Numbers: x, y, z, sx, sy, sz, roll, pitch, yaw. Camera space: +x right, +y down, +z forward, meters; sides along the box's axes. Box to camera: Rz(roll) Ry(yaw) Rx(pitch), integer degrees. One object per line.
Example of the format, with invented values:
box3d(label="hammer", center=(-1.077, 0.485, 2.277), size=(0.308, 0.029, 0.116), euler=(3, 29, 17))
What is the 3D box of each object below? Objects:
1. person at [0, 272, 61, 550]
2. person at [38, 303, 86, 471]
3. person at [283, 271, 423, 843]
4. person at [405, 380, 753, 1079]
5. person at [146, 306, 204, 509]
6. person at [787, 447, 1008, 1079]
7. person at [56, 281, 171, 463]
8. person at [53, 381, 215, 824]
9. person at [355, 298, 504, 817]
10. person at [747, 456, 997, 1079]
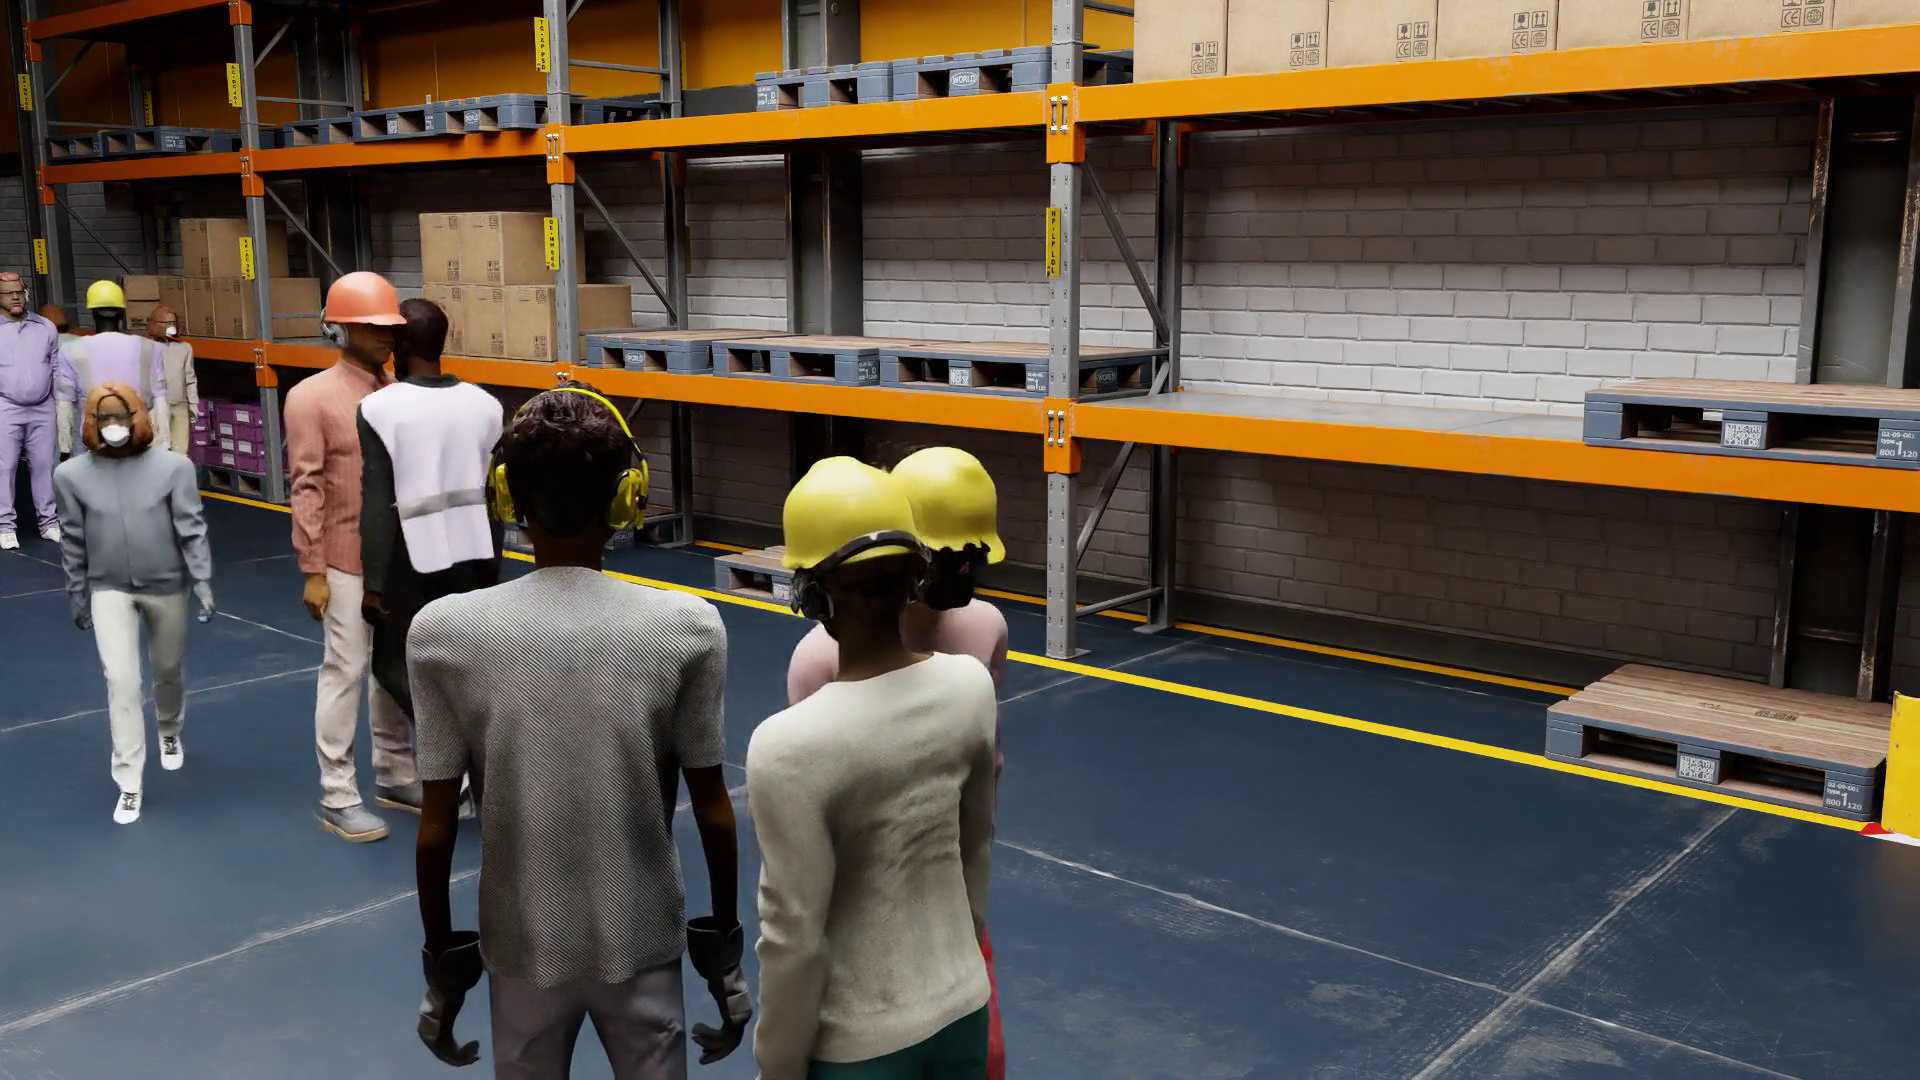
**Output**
box3d(label="person", center=(-6.530, -0.897, 11.570), size=(0.409, 1.907, 0.651), euler=(7, 12, 36))
box3d(label="person", center=(-7.525, -1.169, 13.951), size=(0.515, 1.615, 0.538), euler=(-6, 12, -32))
box3d(label="person", center=(-2.090, 0.052, 5.913), size=(0.396, 1.992, 0.623), euler=(4, 11, 24))
box3d(label="person", center=(-0.606, 0.680, 2.697), size=(0.534, 1.869, 0.311), euler=(-1, 10, -8))
box3d(label="person", center=(-6.216, -1.016, 13.061), size=(0.283, 1.629, 0.504), euler=(6, 12, 33))
box3d(label="person", center=(-0.104, 0.673, 3.140), size=(0.550, 1.709, 0.775), euler=(-7, 12, -34))
box3d(label="person", center=(-5.208, -0.646, 10.233), size=(0.604, 1.871, 0.980), euler=(-8, 13, -39))
box3d(label="person", center=(-3.119, 0.189, 6.331), size=(0.517, 1.608, 0.844), euler=(-4, 11, -23))
box3d(label="person", center=(-1.892, 0.086, 5.986), size=(0.453, 1.899, 0.612), euler=(7, 12, 35))
box3d(label="person", center=(-0.142, 0.749, 2.609), size=(0.329, 1.764, 0.524), euler=(8, 13, 38))
